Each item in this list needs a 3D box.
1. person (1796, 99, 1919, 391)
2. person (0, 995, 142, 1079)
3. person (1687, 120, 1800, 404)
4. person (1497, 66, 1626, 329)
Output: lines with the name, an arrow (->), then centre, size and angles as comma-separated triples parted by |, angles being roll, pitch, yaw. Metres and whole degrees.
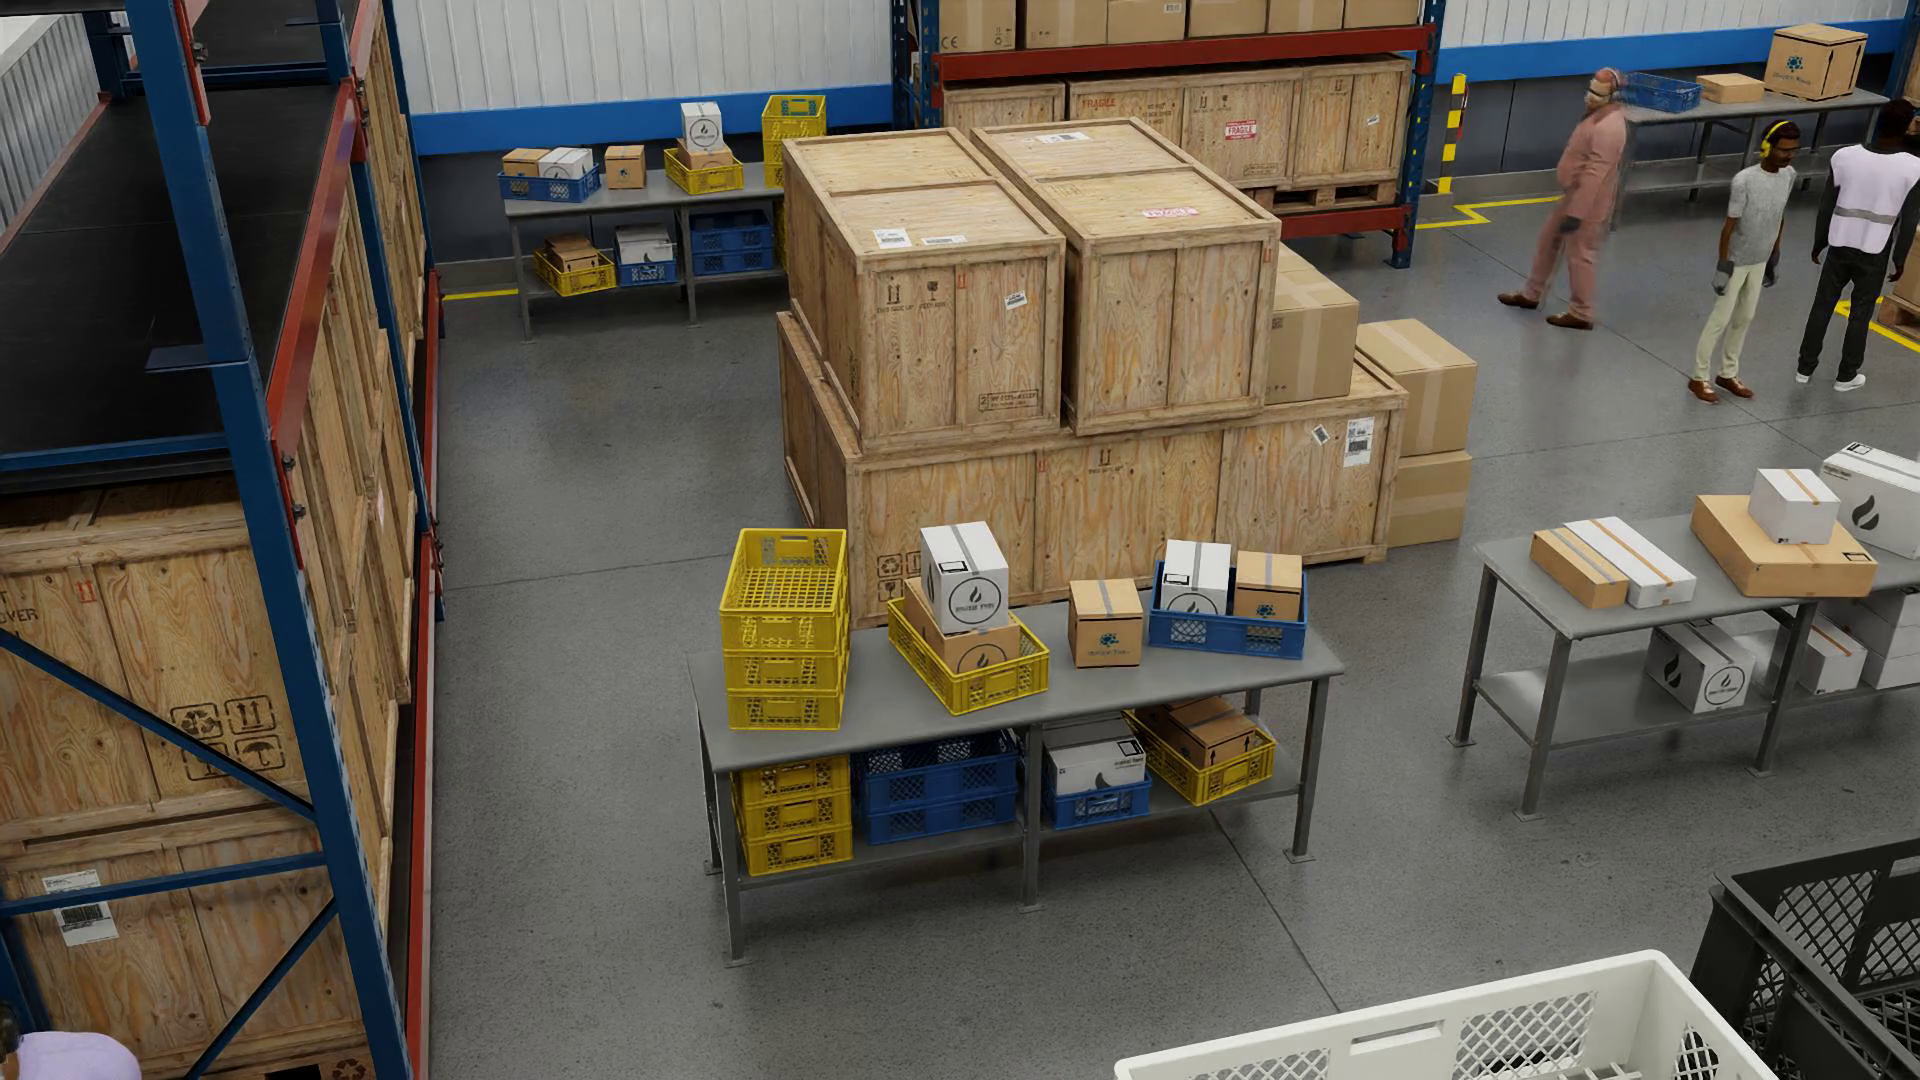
person -> 5.877, -1.909, 10.859 | 0.594, 1.919, 0.387 | 23, 36, 35
person -> -2.232, 1.809, 4.100 | 0.626, 1.933, 0.368 | -17, 33, -28
person -> 5.063, -1.781, 10.693 | 0.514, 1.860, 0.328 | -12, 31, -20
person -> 4.294, -2.443, 11.879 | 0.737, 1.865, 0.676 | 7, 30, 12
